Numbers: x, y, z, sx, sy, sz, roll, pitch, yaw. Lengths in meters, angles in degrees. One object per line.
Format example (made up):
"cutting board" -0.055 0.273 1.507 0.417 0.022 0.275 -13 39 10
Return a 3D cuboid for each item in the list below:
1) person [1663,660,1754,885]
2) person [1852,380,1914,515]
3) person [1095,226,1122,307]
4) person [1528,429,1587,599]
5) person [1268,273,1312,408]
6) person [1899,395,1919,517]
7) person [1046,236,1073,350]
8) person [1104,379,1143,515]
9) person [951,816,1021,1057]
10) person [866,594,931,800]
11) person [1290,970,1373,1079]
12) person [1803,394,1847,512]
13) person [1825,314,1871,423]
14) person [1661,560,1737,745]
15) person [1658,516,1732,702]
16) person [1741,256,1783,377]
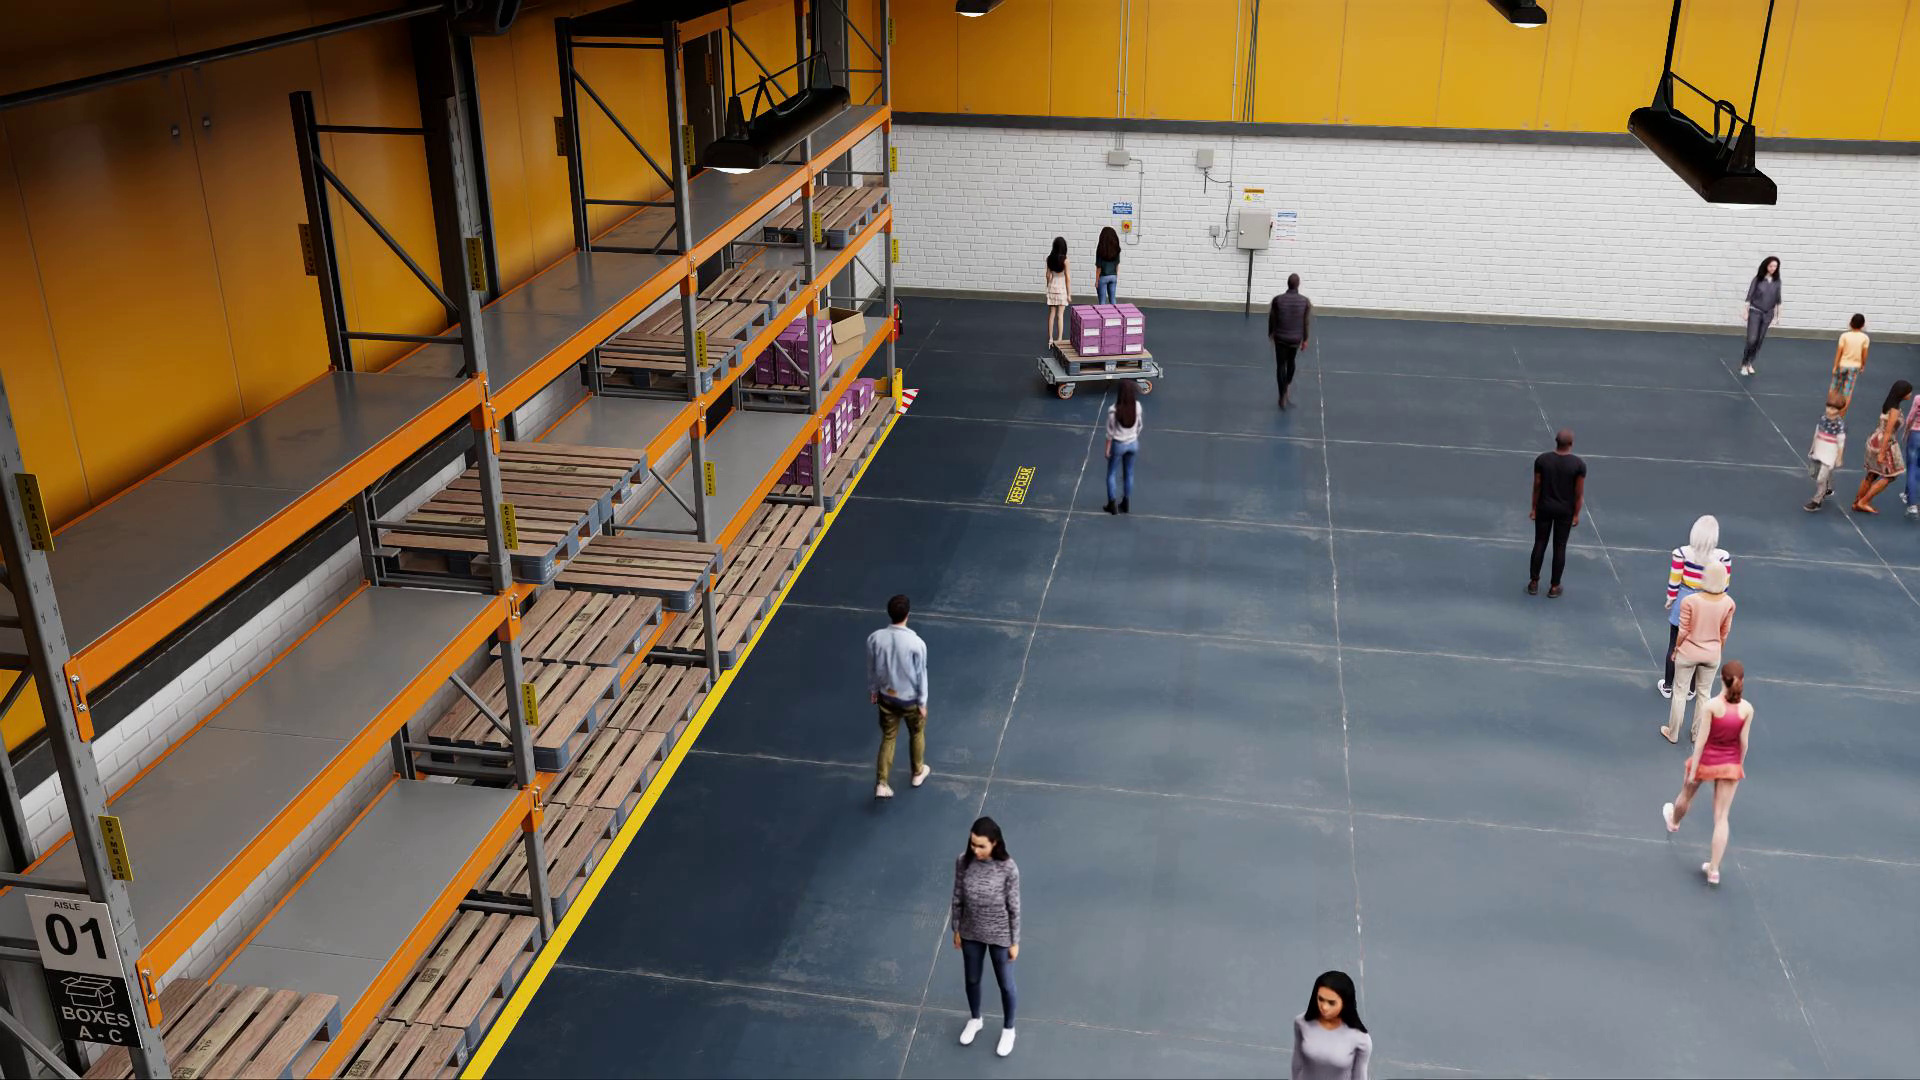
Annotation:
"person" 5.735 1.780 12.580 0.596 1.697 1.119 3 24 7
"person" 10.532 -1.056 19.156 0.772 1.626 0.661 7 25 17
"person" 2.317 -4.141 26.225 0.710 1.617 0.749 -10 25 -21
"person" 6.134 -0.286 17.153 0.732 1.819 0.682 13 27 26
"person" 4.461 -2.692 22.695 0.752 1.790 1.119 2 24 5
"person" 11.082 -1.100 19.151 0.631 1.711 1.101 6 24 14
"person" 1.469 -3.733 25.142 0.650 1.736 0.656 16 28 32
"person" 1.918 -1.060 19.167 0.702 1.625 0.711 -9 25 -20
"person" 0.187 2.536 10.808 0.654 1.730 0.587 8 25 18
"person" -0.521 1.311 13.533 0.815 1.792 1.058 9 25 19
"person" 2.108 3.149 9.424 0.836 1.717 1.048 14 27 29
"person" 10.108 -1.032 19.355 0.811 1.422 0.796 -7 24 -15
"person" 11.849 -2.273 22.175 0.692 1.437 0.970 10 26 22
"person" 6.399 0.968 14.403 0.609 1.724 0.532 2 24 6
"person" 6.667 0.606 15.126 0.689 1.809 0.580 8 25 18
"person" 11.565 -3.280 24.096 0.655 1.745 0.702 1 24 2
